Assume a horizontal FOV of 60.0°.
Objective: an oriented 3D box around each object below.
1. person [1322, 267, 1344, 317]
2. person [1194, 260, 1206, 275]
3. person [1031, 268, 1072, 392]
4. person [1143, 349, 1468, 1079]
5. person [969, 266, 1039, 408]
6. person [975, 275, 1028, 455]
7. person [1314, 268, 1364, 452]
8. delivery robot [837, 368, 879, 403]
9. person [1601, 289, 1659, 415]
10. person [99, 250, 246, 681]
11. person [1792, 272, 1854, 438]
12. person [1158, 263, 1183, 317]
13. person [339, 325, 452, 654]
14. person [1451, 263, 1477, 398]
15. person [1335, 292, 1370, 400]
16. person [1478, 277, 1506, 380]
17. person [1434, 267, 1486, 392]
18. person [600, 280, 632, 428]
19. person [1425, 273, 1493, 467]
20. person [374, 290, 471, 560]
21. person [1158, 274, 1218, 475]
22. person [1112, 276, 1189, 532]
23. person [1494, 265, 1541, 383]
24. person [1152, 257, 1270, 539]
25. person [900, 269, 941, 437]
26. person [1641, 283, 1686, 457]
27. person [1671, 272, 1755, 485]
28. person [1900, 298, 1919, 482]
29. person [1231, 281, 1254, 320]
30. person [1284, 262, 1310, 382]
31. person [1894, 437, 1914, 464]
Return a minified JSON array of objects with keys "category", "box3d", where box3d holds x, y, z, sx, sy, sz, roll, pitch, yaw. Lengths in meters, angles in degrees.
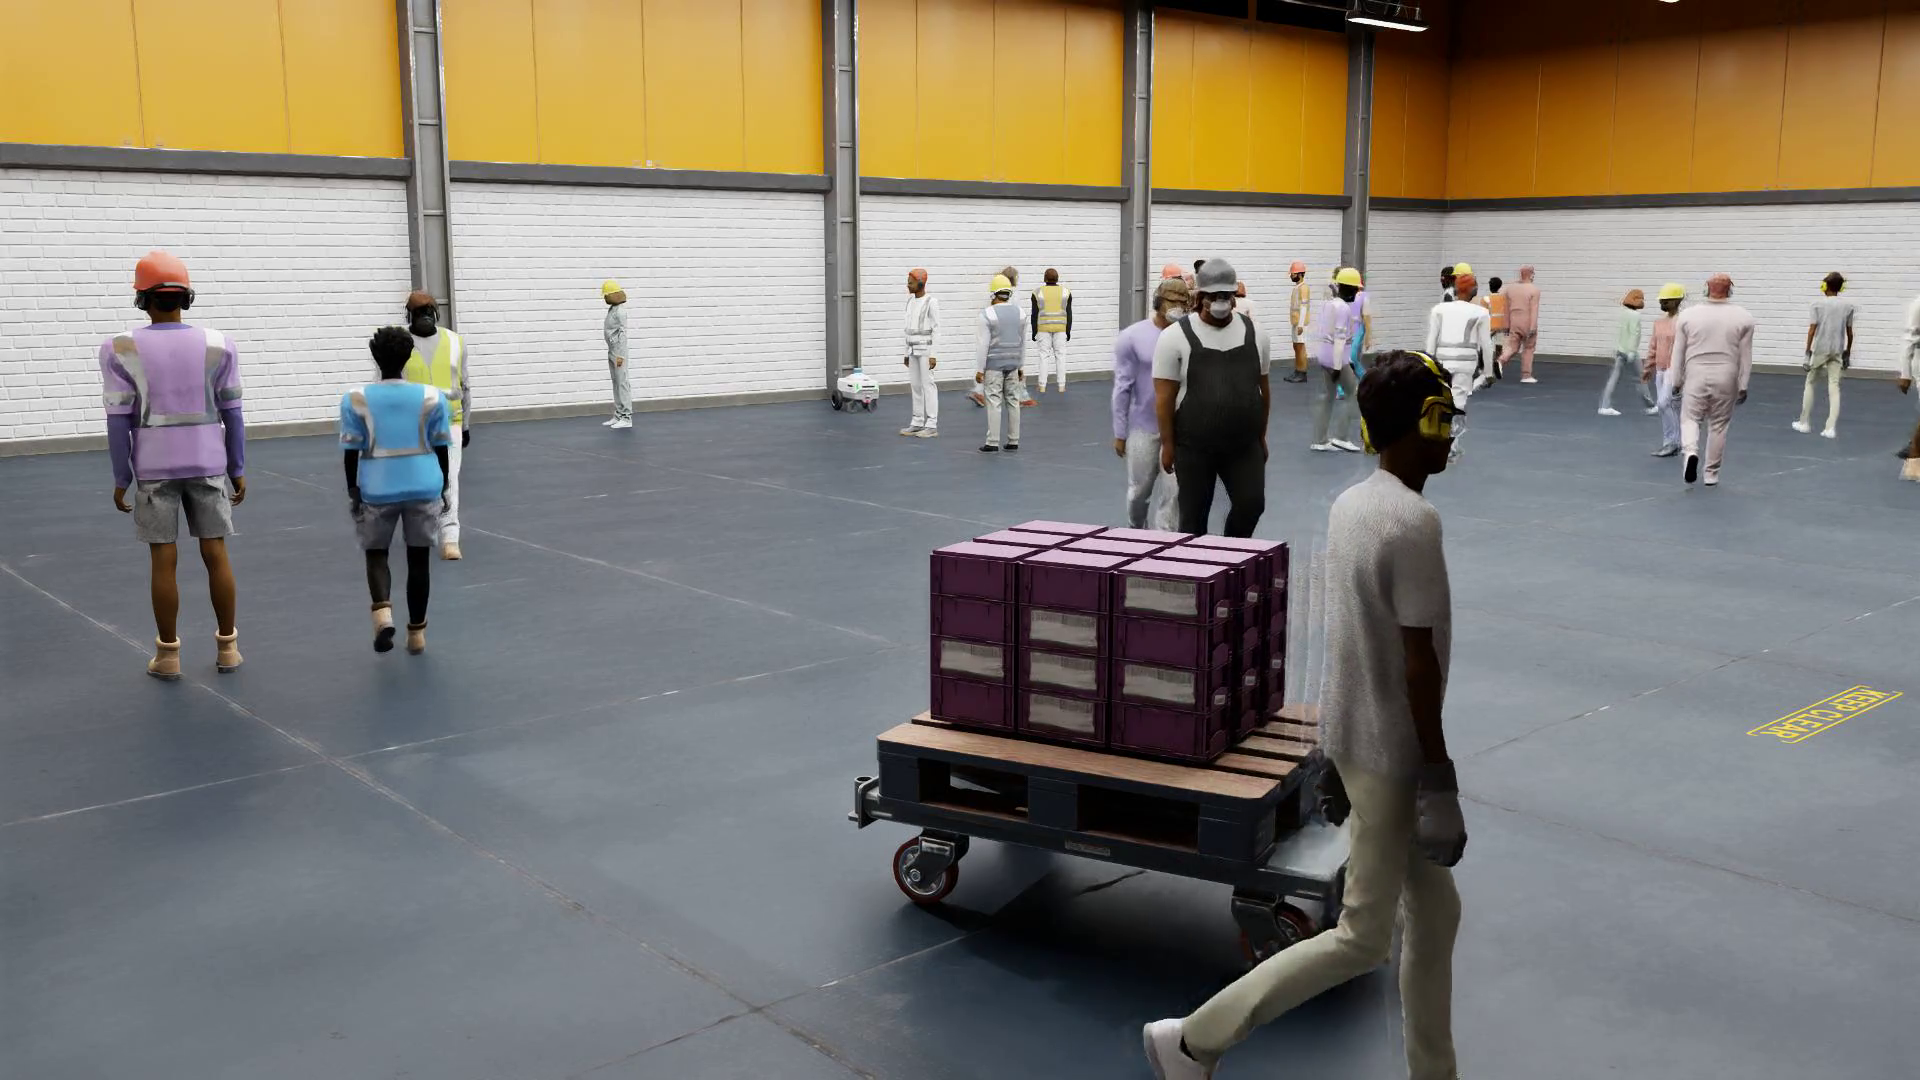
[{"category":"person","box3d":[6.255,-3.596,27.568,0.506,1.846,0.345,3,10,16]},{"category":"person","box3d":[3.973,-3.662,27.594,0.607,1.966,0.367,9,13,42]},{"category":"person","box3d":[1.357,-3.115,24.754,0.625,1.847,0.429,-1,10,-5]},{"category":"person","box3d":[0.864,0.496,3.728,0.839,1.822,0.558,0,10,2]},{"category":"person","box3d":[0.573,-2.698,22.162,0.944,1.905,0.629,-5,11,-29]},{"category":"person","box3d":[0.410,-1.789,17.020,0.595,1.832,0.404,-6,12,-33]},{"category":"person","box3d":[3.954,-1.854,17.217,0.596,1.896,0.578,-1,10,-8]},{"category":"delivery robot","box3d":[-1.329,-1.996,21.697,0.477,0.478,0.707,-5,11,-26]},{"category":"person","box3d":[8.582,-2.374,21.112,0.843,1.586,0.522,0,10,-1]},{"category":"person","box3d":[-3.741,-0.348,7.959,0.607,2.048,0.367,-6,12,-33]},{"category":"person","box3d":[9.763,-2.095,18.806,0.574,1.833,0.868,1,10,6]},{"category":"person","box3d":[2.689,-2.544,21.136,0.362,1.936,0.552,3,10,16]},{"category":"person","box3d":[-2.820,-0.236,8.371,0.540,1.682,0.405,-4,10,-20]},{"category":"person","box3d":[7.175,-2.996,23.810,0.384,1.924,0.593,7,12,34]},{"category":"person","box3d":[5.599,-2.900,23.609,0.925,1.811,0.580,-6,11,-30]},{"category":"person","box3d":[8.783,-3.493,27.470,0.540,1.667,0.735,0,10,-1]},{"category":"person","box3d":[7.374,-3.128,24.767,0.904,1.873,0.587,7,12,35]},{"category":"person","box3d":[-4.082,-2.195,19.682,0.308,1.736,0.484,-5,11,-27]},{"category":"person","box3d":[4.880,-1.651,16.144,0.613,1.849,0.876,8,13,39]},{"category":"person","box3d":[-3.655,-0.800,11.343,0.639,1.802,0.951,-5,11,-26]},{"category":"person","box3d":[2.159,-1.501,15.283,0.988,1.864,0.647,-2,10,-13]},{"category":"person","box3d":[1.254,-0.707,10.477,0.632,1.913,0.777,-1,10,-5]},{"category":"person","box3d":[8.914,-3.431,26.509,0.728,1.885,0.643,-6,11,-32]},{"category":"person","box3d":[1.453,-0.609,9.505,0.704,2.000,0.538,-2,10,-9]},{"category":"person","box3d":[-0.438,-2.093,18.651,0.342,1.881,0.579,-7,12,-35]},{"category":"person","box3d":[7.082,-1.694,16.694,0.471,1.751,0.546,-2,10,-14]},{"category":"person","box3d":[6.559,-1.391,14.534,0.650,1.889,0.651,4,11,24]},{"category":"person","box3d":[8.644,-1.464,14.602,0.637,2.002,0.755,-3,10,-16]},{"category":"person","box3d":[4.270,-3.162,25.638,0.501,1.633,0.284,1,10,9]},{"category":"person","box3d":[5.421,-3.493,26.732,0.378,1.930,0.537,0,10,-3]},{"category":"person","box3d":[9.156,-1.562,15.539,0.615,1.898,0.691,-5,11,-27]}]
